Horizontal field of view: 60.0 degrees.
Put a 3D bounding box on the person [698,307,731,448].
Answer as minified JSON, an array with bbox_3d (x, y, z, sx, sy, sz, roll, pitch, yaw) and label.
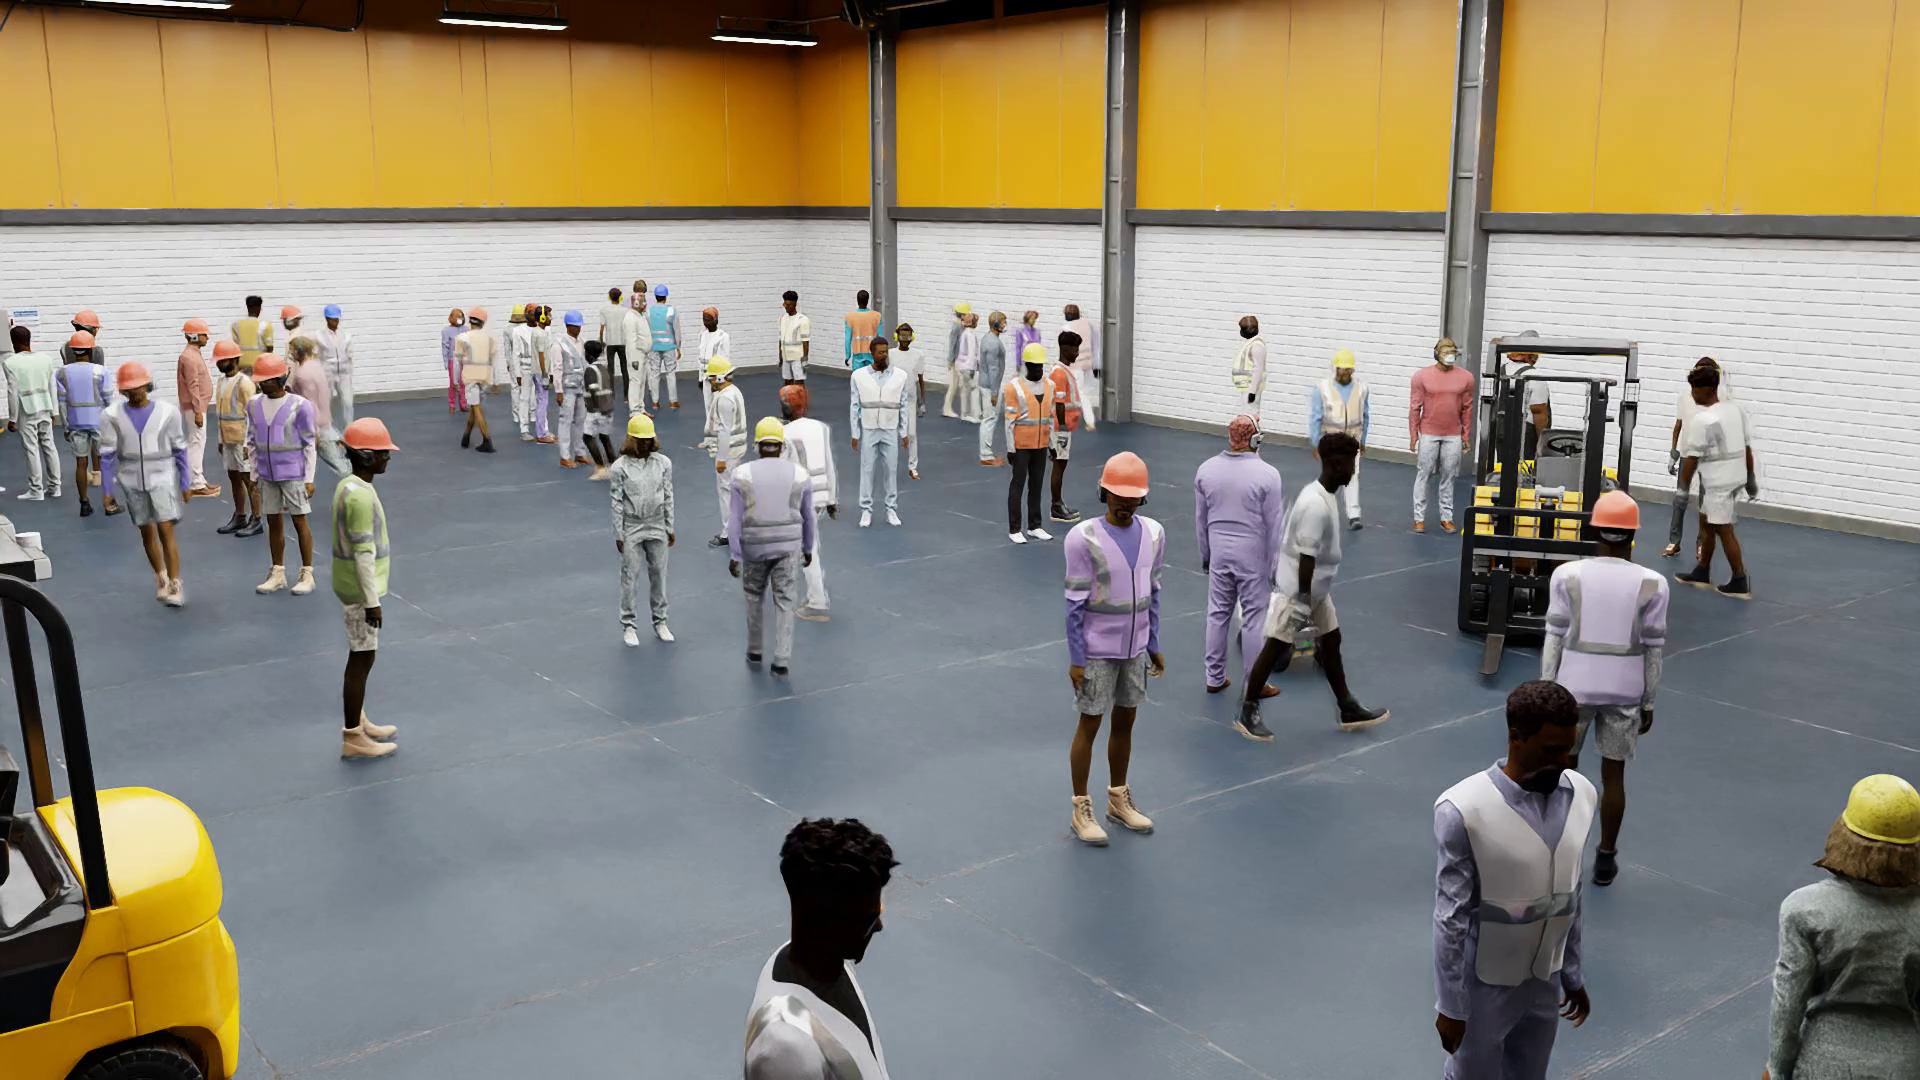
[{"bbox_3d":[-3.237,-2.120,21.882,0.582,1.879,0.360,11,16,42],"label":"person"}]

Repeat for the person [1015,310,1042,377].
[{"bbox_3d":[1.005,-2.680,25.183,0.531,1.619,0.486,-9,15,-37],"label":"person"}]

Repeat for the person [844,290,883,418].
[{"bbox_3d":[-1.443,-2.795,25.026,0.587,1.920,0.391,-2,12,-10],"label":"person"}]

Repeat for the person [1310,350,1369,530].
[{"bbox_3d":[3.819,-0.994,16.637,0.613,1.786,0.908,0,12,0],"label":"person"}]

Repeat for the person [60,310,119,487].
[{"bbox_3d":[-9.967,-1.615,19.076,0.611,2.029,0.409,5,13,22],"label":"person"}]

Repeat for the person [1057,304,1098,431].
[{"bbox_3d":[1.702,-2.464,23.762,0.634,1.801,0.893,-10,15,-40],"label":"person"}]

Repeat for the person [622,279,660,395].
[{"bbox_3d":[-5.328,-3.393,27.871,0.632,1.940,0.372,1,12,3],"label":"person"}]

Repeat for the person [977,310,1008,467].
[{"bbox_3d":[0.402,-1.862,20.512,0.372,1.932,0.624,-1,12,-4],"label":"person"}]

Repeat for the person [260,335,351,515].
[{"bbox_3d":[-6.801,-1.190,17.358,1.044,1.882,0.650,-1,12,-6],"label":"person"}]

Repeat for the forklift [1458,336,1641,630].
[{"bbox_3d":[4.683,-0.471,13.136,1.214,2.155,2.313,4,12,20],"label":"forklift"}]

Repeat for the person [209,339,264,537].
[{"bbox_3d":[-7.104,-0.991,16.308,0.551,1.938,0.401,8,14,34],"label":"person"}]

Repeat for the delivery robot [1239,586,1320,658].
[{"bbox_3d":[2.313,0.554,11.919,0.477,0.478,0.707,-5,14,-24],"label":"delivery robot"}]

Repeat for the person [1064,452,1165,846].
[{"bbox_3d":[0.817,0.550,8.582,0.608,2.040,0.394,-7,14,-31],"label":"person"}]

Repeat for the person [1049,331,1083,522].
[{"bbox_3d":[1.071,-1.174,17.102,0.374,1.959,0.603,1,12,5],"label":"person"}]

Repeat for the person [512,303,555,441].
[{"bbox_3d":[-5.832,-2.301,22.763,0.574,1.876,0.355,-10,15,-40],"label":"person"}]

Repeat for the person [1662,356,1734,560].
[{"bbox_3d":[6.779,-0.751,15.277,0.518,1.874,0.327,8,14,32],"label":"person"}]

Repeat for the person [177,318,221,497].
[{"bbox_3d":[-8.461,-1.476,18.510,0.415,1.985,0.611,-5,13,-21],"label":"person"}]

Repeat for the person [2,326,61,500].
[{"bbox_3d":[-10.182,-1.391,18.259,0.392,1.917,0.592,4,12,19],"label":"person"}]

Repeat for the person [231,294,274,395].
[{"bbox_3d":[-10.047,-2.513,23.628,0.607,1.940,0.755,1,12,3],"label":"person"}]

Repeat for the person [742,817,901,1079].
[{"bbox_3d":[-0.314,1.573,3.835,0.368,1.959,0.602,0,12,-1],"label":"person"}]

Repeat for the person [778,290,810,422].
[{"bbox_3d":[-2.448,-2.690,24.434,0.607,1.957,0.376,11,16,43],"label":"person"}]

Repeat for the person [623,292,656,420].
[{"bbox_3d":[-4.768,-2.723,24.744,0.400,1.902,0.650,1,12,4],"label":"person"}]

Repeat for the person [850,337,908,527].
[{"bbox_3d":[-0.816,-1.096,16.824,0.594,1.919,0.387,-2,12,-10],"label":"person"}]

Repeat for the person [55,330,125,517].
[{"bbox_3d":[-9.059,-1.209,17.323,0.551,1.936,0.357,-2,12,-10],"label":"person"}]

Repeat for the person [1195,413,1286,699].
[{"bbox_3d":[1.873,0.109,11.038,0.642,1.909,0.410,9,15,37],"label":"person"}]

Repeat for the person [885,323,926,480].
[{"bbox_3d":[-0.659,-1.619,19.514,0.510,1.859,0.341,-1,12,-7],"label":"person"}]

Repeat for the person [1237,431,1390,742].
[{"bbox_3d":[2.193,0.285,10.177,0.985,1.895,0.725,4,12,18],"label":"person"}]

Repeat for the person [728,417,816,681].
[{"bbox_3d":[-1.320,0.038,11.615,0.621,1.802,0.771,-3,12,-12],"label":"person"}]

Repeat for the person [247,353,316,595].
[{"bbox_3d":[-5.671,-0.545,13.881,0.605,2.035,0.392,2,12,11],"label":"person"}]

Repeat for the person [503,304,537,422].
[{"bbox_3d":[-6.486,-2.621,24.616,0.484,1.744,0.295,-1,12,-5],"label":"person"}]

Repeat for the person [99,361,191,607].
[{"bbox_3d":[-6.577,-0.429,13.408,0.620,2.000,0.954,-4,12,-17],"label":"person"}]

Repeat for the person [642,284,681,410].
[{"bbox_3d":[-4.651,-3.008,25.985,0.608,1.946,0.405,1,12,5],"label":"person"}]

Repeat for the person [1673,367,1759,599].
[{"bbox_3d":[6.301,-0.485,13.900,0.629,1.901,0.819,-8,14,-33],"label":"person"}]

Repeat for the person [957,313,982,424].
[{"bbox_3d":[0.151,-2.518,24.410,0.365,1.621,0.524,-3,12,-16],"label":"person"}]

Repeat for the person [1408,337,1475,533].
[{"bbox_3d":[4.749,-1.029,16.454,0.634,1.940,0.367,0,12,1],"label":"person"}]

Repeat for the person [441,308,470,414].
[{"bbox_3d":[-7.716,-2.746,25.530,0.319,1.622,0.507,10,15,39],"label":"person"}]

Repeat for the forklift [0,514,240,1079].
[{"bbox_3d":[-3.687,1.115,5.480,2.313,2.155,1.214,-9,15,-36],"label":"forklift"}]

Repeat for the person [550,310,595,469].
[{"bbox_3d":[-4.733,-1.853,20.414,0.409,1.943,0.615,7,13,29],"label":"person"}]

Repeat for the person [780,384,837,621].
[{"bbox_3d":[-1.241,-0.294,13.103,0.562,1.858,0.585,7,14,32],"label":"person"}]

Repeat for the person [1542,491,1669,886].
[{"bbox_3d":[3.114,0.718,8.107,0.557,1.915,0.457,4,12,18],"label":"person"}]

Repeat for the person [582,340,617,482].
[{"bbox_3d":[-4.181,-1.496,19.370,0.441,1.658,0.545,2,12,10],"label":"person"}]

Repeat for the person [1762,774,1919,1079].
[{"bbox_3d":[2.534,1.501,4.708,0.483,1.745,0.299,3,12,16],"label":"person"}]

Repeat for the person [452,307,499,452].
[{"bbox_3d":[-6.366,-2.108,21.812,0.544,1.867,0.890,-11,16,-43],"label":"person"}]

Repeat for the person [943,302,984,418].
[{"bbox_3d":[0.103,-2.678,24.888,0.796,1.737,0.532,4,12,17],"label":"person"}]

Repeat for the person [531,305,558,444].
[{"bbox_3d":[-5.620,-2.229,22.446,0.327,1.862,0.509,-4,12,-17],"label":"person"}]

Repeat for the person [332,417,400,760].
[{"bbox_3d":[-3.526,0.282,9.930,0.452,2.030,0.621,-4,12,-20],"label":"person"}]

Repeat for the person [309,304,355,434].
[{"bbox_3d":[-8.364,-2.186,22.112,0.610,1.918,0.870,-10,15,-41],"label":"person"}]

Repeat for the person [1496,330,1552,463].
[{"bbox_3d":[5.500,-1.032,16.221,0.539,2.000,0.689,-6,13,-25],"label":"person"}]

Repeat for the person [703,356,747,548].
[{"bbox_3d":[-2.232,-0.844,15.854,0.403,1.818,0.606,0,12,0],"label":"person"}]

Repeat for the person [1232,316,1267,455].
[{"bbox_3d":[3.628,-1.900,20.913,0.430,1.838,0.619,0,12,0],"label":"person"}]

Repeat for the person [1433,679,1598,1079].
[{"bbox_3d":[1.675,1.338,5.082,0.589,1.914,0.392,-6,13,-28],"label":"person"}]

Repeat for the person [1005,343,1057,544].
[{"bbox_3d":[0.697,-0.936,16.029,0.589,1.928,0.386,-8,14,-33],"label":"person"}]

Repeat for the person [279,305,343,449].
[{"bbox_3d":[-8.466,-2.057,21.422,1.015,1.948,0.617,-1,12,-7],"label":"person"}]

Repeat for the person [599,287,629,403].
[{"bbox_3d":[-5.538,-3.132,26.781,0.533,1.868,0.316,-3,12,-12],"label":"person"}]

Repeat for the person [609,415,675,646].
[{"bbox_3d":[-2.342,-0.073,12.336,0.480,1.733,0.344,-8,14,-32],"label":"person"}]
